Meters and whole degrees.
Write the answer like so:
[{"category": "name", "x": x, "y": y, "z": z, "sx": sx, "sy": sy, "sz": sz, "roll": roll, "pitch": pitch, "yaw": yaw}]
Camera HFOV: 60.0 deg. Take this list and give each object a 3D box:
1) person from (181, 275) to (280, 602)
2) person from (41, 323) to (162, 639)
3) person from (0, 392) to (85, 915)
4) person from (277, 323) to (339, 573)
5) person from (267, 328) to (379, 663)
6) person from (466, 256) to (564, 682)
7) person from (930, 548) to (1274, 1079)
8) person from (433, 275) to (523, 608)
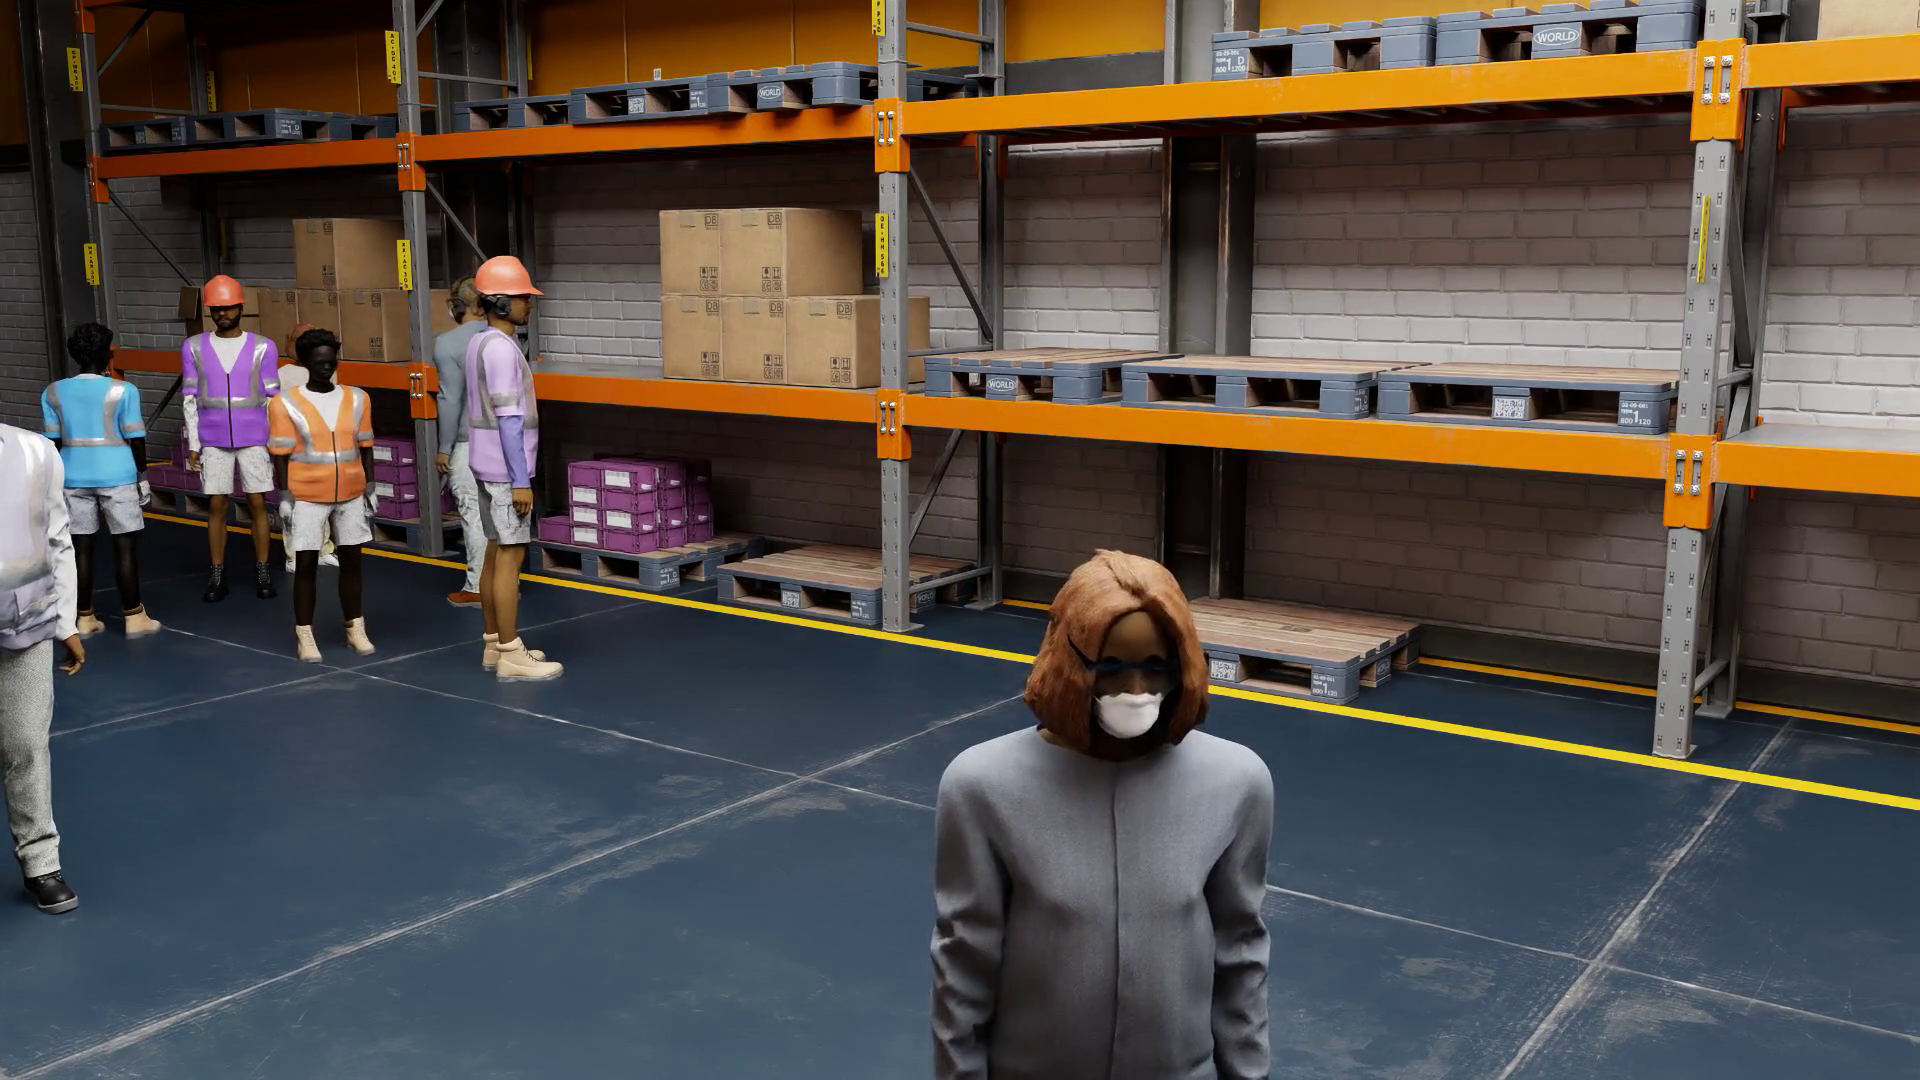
[{"category": "person", "x": -4.324, "y": -0.600, "z": 9.912, "sx": 0.542, "sy": 1.939, "sz": 0.366, "roll": -3, "pitch": 10, "yaw": -19}, {"category": "person", "x": -4.598, "y": -0.309, "z": 8.903, "sx": 0.540, "sy": 1.695, "sz": 0.317, "roll": 0, "pitch": 10, "yaw": 0}, {"category": "person", "x": -2.970, "y": 0.274, "z": 5.026, "sx": 0.599, "sy": 1.830, "sz": 0.404, "roll": -9, "pitch": 13, "yaw": -43}, {"category": "person", "x": -4.229, "y": -0.595, "z": 10.825, "sx": 0.285, "sy": 1.626, "sz": 0.494, "roll": 5, "pitch": 11, "yaw": 27}, {"category": "person", "x": -3.214, "y": -0.225, "z": 8.426, "sx": 0.533, "sy": 1.689, "sz": 0.322, "roll": -8, "pitch": 13, "yaw": -41}, {"category": "person", "x": -2.177, "y": -0.340, "z": 8.054, "sx": 0.377, "sy": 2.045, "sz": 0.605, "roll": -5, "pitch": 11, "yaw": -27}, {"category": "person", "x": 0.206, "y": 0.817, "z": 2.385, "sx": 0.499, "sy": 1.633, "sz": 0.284, "roll": -2, "pitch": 10, "yaw": -9}, {"category": "person", "x": -2.819, "y": -0.571, "z": 9.744, "sx": 0.356, "sy": 1.937, "sz": 0.637, "roll": 5, "pitch": 11, "yaw": 29}]
